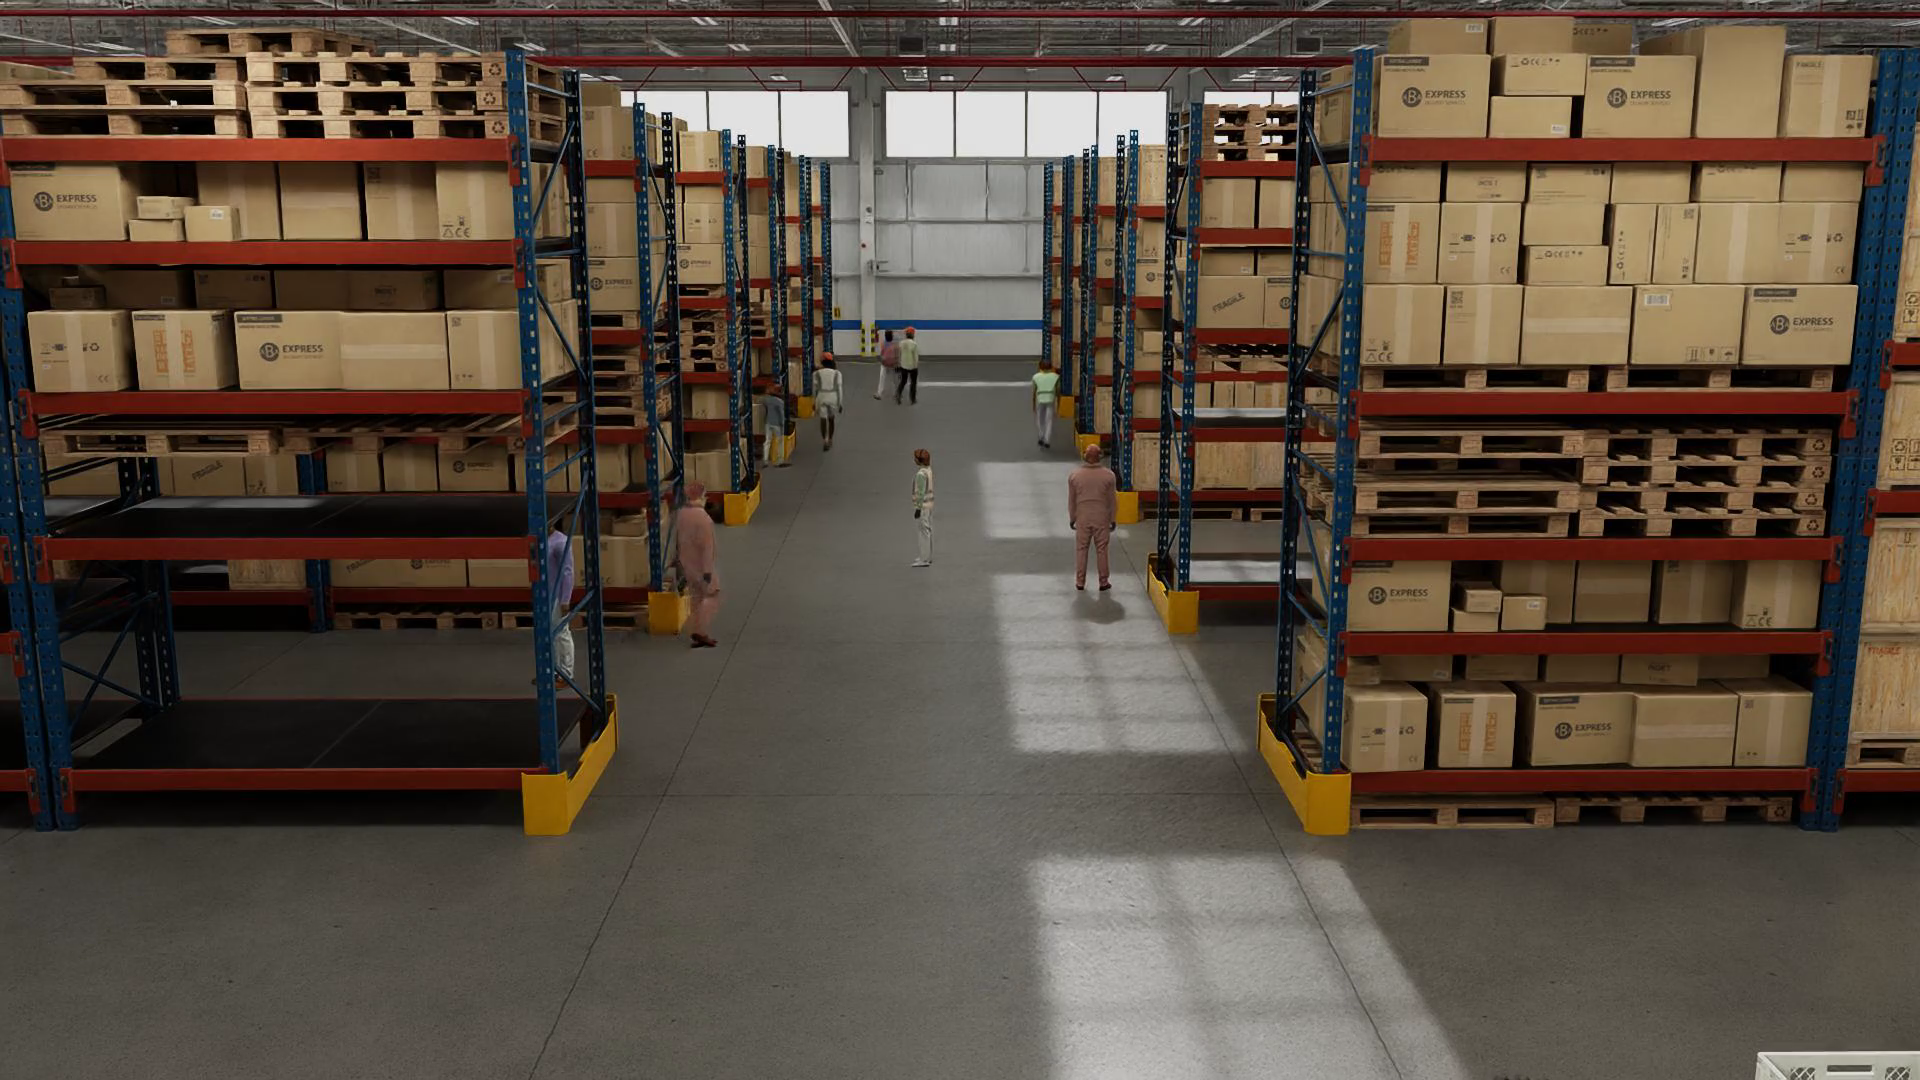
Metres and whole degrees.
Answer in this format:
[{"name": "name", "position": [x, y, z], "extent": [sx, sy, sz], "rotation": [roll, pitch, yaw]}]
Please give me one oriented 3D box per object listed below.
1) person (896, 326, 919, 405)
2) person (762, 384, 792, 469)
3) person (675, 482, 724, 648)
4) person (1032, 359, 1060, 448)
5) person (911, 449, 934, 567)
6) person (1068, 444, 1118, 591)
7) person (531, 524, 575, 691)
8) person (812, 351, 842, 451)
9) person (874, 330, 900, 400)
[{"name": "person", "position": [-1.315, -4.334, 41.426], "extent": [0.610, 1.980, 0.703], "rotation": [6, 13, 27]}, {"name": "person", "position": [-3.520, -2.152, 31.578], "extent": [0.513, 1.596, 0.562], "rotation": [8, 14, 35]}, {"name": "person", "position": [-2.933, 0.281, 18.835], "extent": [0.468, 1.870, 0.690], "rotation": [-9, 15, -38]}, {"name": "person", "position": [1.788, -2.841, 34.460], "extent": [0.580, 1.798, 0.920], "rotation": [1, 11, 5]}, {"name": "person", "position": [-0.513, -0.450, 23.018], "extent": [0.307, 1.641, 0.511], "rotation": [2, 12, 9]}, {"name": "person", "position": [1.724, -0.290, 21.553], "extent": [0.641, 1.913, 0.407], "rotation": [2, 12, 10]}, {"name": "person", "position": [-4.209, 0.587, 17.140], "extent": [0.635, 1.935, 0.349], "rotation": [11, 16, 43]}, {"name": "person", "position": [-2.705, -2.836, 33.926], "extent": [0.620, 2.010, 0.958], "rotation": [-1, 11, -5]}, {"name": "person", "position": [-1.817, -4.473, 42.633], "extent": [0.644, 1.787, 0.967], "rotation": [6, 13, 29]}]
